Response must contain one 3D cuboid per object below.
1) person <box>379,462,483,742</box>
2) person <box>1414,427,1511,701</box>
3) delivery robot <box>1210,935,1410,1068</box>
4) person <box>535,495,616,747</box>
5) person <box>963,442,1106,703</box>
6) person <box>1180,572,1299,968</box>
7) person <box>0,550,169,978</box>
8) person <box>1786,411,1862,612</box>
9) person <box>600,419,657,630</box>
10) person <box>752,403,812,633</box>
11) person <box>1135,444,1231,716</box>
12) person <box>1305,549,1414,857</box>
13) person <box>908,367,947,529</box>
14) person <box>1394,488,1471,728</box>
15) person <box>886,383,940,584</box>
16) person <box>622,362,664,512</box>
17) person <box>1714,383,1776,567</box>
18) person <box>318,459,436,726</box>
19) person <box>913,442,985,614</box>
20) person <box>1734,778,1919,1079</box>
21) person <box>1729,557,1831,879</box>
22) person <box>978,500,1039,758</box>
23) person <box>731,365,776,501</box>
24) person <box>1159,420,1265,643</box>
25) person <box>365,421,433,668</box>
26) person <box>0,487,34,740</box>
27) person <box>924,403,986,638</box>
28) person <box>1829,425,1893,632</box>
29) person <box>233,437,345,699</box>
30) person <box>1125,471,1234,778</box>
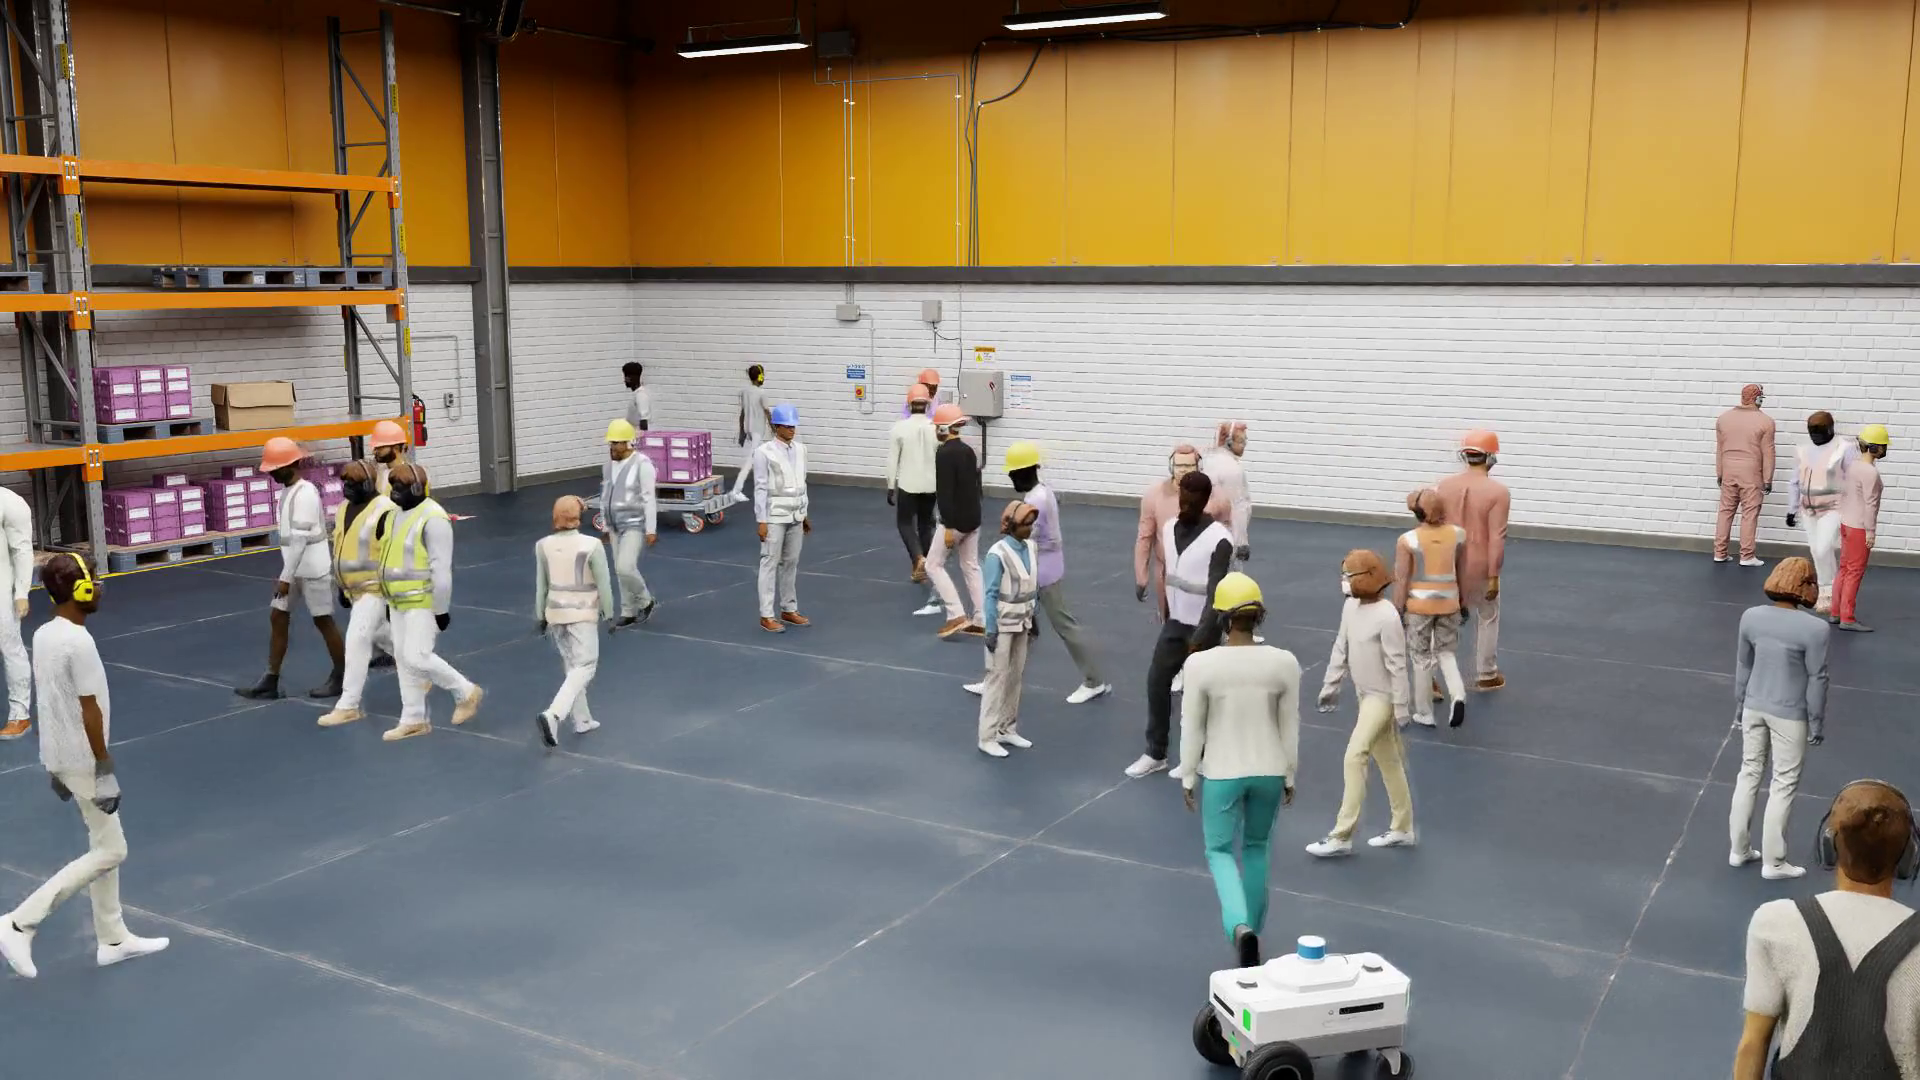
[{"bbox_3d":[-3.501,0.394,10.834,0.538,1.828,0.633,-9,13,-43],"label":"person"},{"bbox_3d":[3.584,0.176,11.835,0.990,1.956,0.615,-8,12,-42],"label":"person"},{"bbox_3d":[1.306,1.722,6.205,0.707,0.478,0.477,-3,9,-16],"label":"delivery robot"},{"bbox_3d":[-2.530,0.522,10.716,0.538,1.614,0.691,4,10,22],"label":"person"},{"bbox_3d":[0.565,0.238,11.733,1.027,1.862,0.607,0,9,1],"label":"person"},{"bbox_3d":[1.226,1.025,7.166,0.525,1.741,0.652,-1,9,-4],"label":"person"},{"bbox_3d":[-3.837,0.976,7.145,0.629,1.844,0.547,-8,12,-42],"label":"person"},{"bbox_3d":[7.737,-0.256,14.940,0.526,1.807,0.649,-4,10,-21],"label":"person"},{"bbox_3d":[-2.834,-0.123,14.095,0.619,1.812,0.434,7,11,37],"label":"person"},{"bbox_3d":[-1.495,-0.196,14.131,0.405,1.946,0.609,7,12,38],"label":"person"},{"bbox_3d":[1.578,0.231,11.764,0.660,1.862,0.988,2,9,14],"label":"person"},{"bbox_3d":[2.083,0.849,8.687,0.765,1.599,0.512,-1,9,-8],"label":"person"},{"bbox_3d":[-0.406,-1.105,19.879,0.554,1.923,0.584,-8,12,-40],"label":"person"},{"bbox_3d":[3.138,0.471,10.966,0.541,1.615,0.487,-1,9,-8],"label":"person"},{"bbox_3d":[-0.385,-0.525,16.072,0.625,1.978,0.667,-3,10,-18],"label":"person"},{"bbox_3d":[-4.152,-1.282,20.980,0.850,1.924,0.668,-1,9,-6],"label":"person"},{"bbox_3d":[8.165,-0.674,17.277,0.402,1.903,0.641,-6,11,-33],"label":"person"},{"bbox_3d":[-4.005,0.317,11.443,0.641,1.796,0.950,7,12,39],"label":"person"},{"bbox_3d":[0.009,-0.128,14.838,0.825,1.600,0.511,-2,9,-14],"label":"person"},{"bbox_3d":[2.228,1.469,4.151,0.505,1.810,0.839,6,11,35],"label":"person"},{"bbox_3d":[4.129,0.888,8.396,0.311,1.624,0.493,-4,10,-25],"label":"person"},{"bbox_3d":[0.324,0.551,10.468,0.341,1.628,0.529,6,11,33],"label":"person"},{"bbox_3d":[-2.742,-1.437,22.303,0.989,1.822,0.533,-8,12,-41],"label":"person"},{"bbox_3d":[2.056,-0.044,13.429,0.846,1.872,0.639,-1,9,-7],"label":"person"},{"bbox_3d":[-4.373,0.054,12.669,0.748,1.912,0.581,-8,12,-42],"label":"person"},{"bbox_3d":[-6.334,0.343,10.820,0.627,1.933,0.373,1,9,7],"label":"person"},{"bbox_3d":[-0.017,-0.150,13.848,0.579,1.956,0.628,5,10,27],"label":"person"},{"bbox_3d":[7.686,-0.102,14.151,0.349,1.759,0.522,2,9,11],"label":"person"},{"bbox_3d":[-4.737,0.223,11.709,0.868,1.887,0.545,-8,12,-41],"label":"person"},{"bbox_3d":[1.319,0.530,9.822,0.694,1.883,0.638,-6,11,-34],"label":"person"}]
